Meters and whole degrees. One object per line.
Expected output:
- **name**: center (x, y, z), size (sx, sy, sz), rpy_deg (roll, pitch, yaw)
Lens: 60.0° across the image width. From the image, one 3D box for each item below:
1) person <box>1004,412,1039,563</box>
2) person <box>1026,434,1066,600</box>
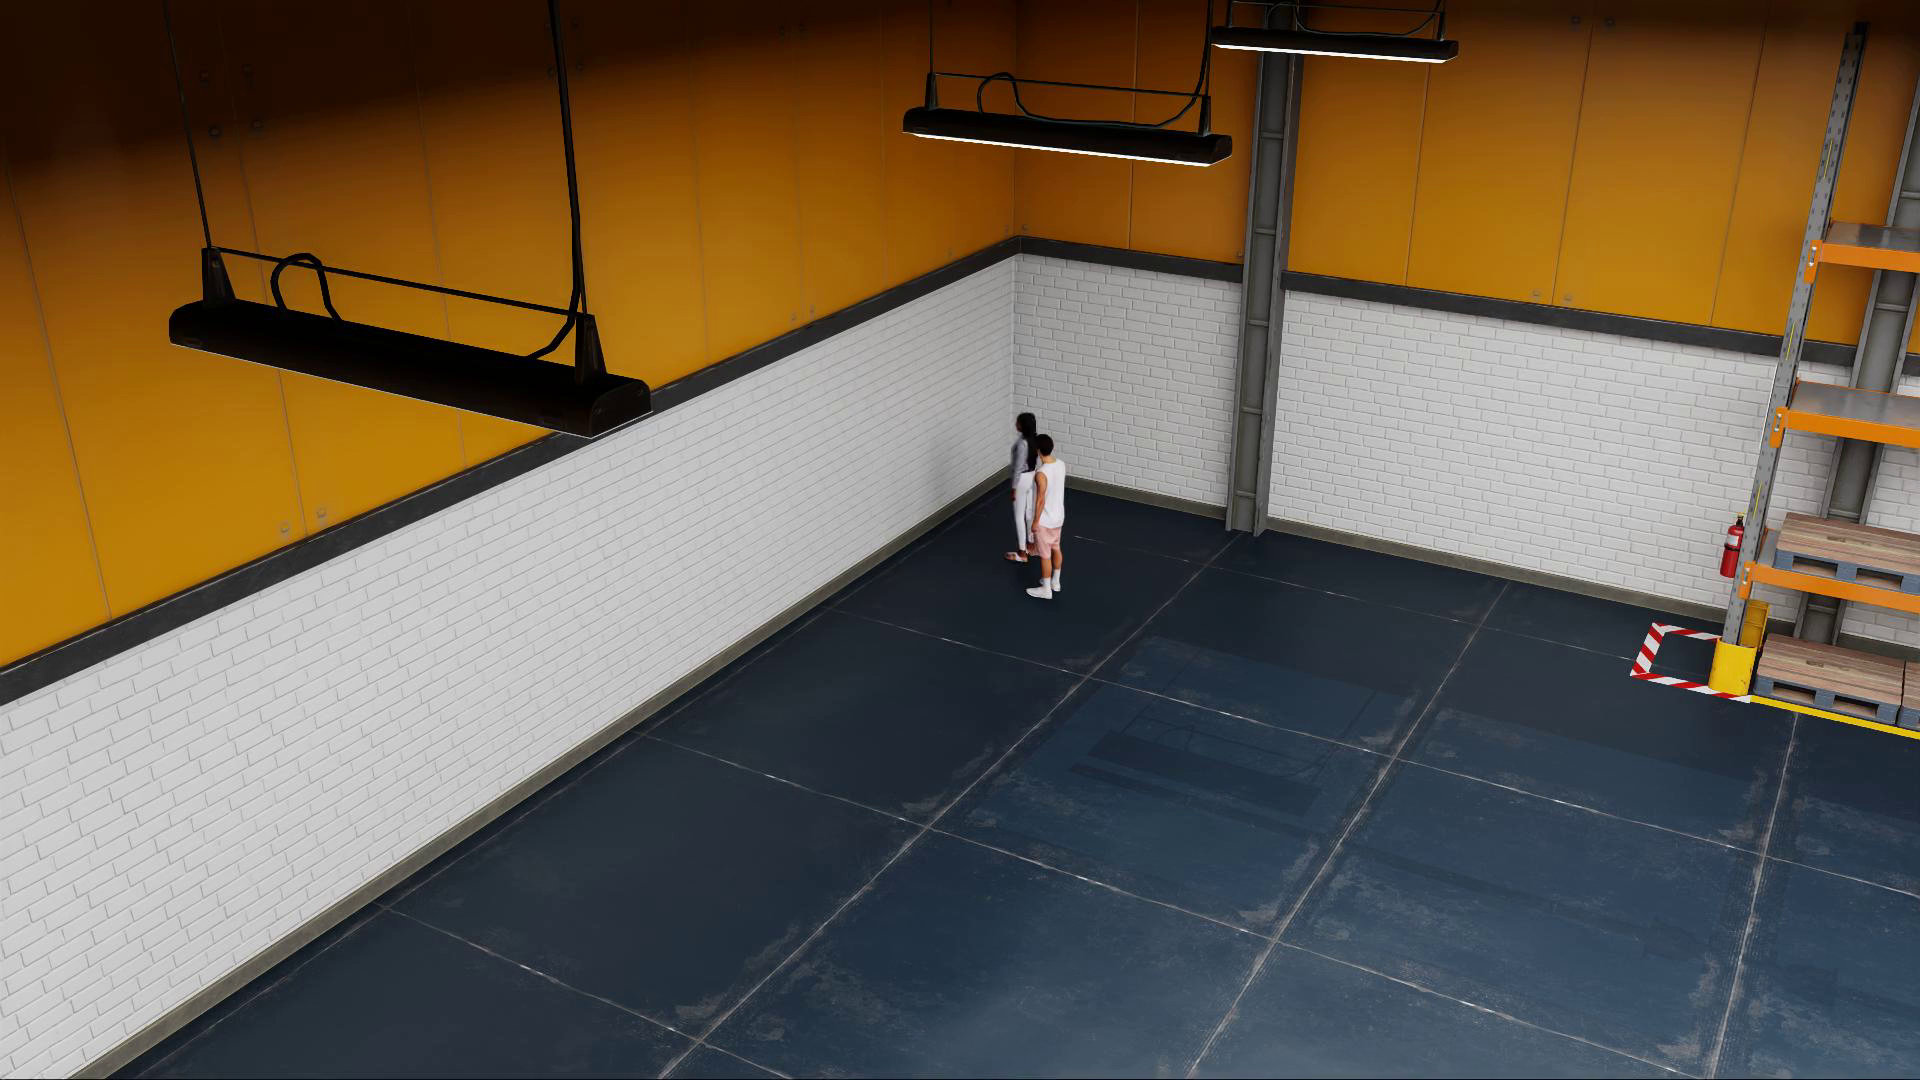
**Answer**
- **person**: center (0.701, -0.608, 18.298), size (0.513, 1.720, 0.609), rpy_deg (16, 28, 33)
- **person**: center (0.926, -0.248, 17.394), size (0.582, 1.785, 0.641), rpy_deg (15, 28, 31)
